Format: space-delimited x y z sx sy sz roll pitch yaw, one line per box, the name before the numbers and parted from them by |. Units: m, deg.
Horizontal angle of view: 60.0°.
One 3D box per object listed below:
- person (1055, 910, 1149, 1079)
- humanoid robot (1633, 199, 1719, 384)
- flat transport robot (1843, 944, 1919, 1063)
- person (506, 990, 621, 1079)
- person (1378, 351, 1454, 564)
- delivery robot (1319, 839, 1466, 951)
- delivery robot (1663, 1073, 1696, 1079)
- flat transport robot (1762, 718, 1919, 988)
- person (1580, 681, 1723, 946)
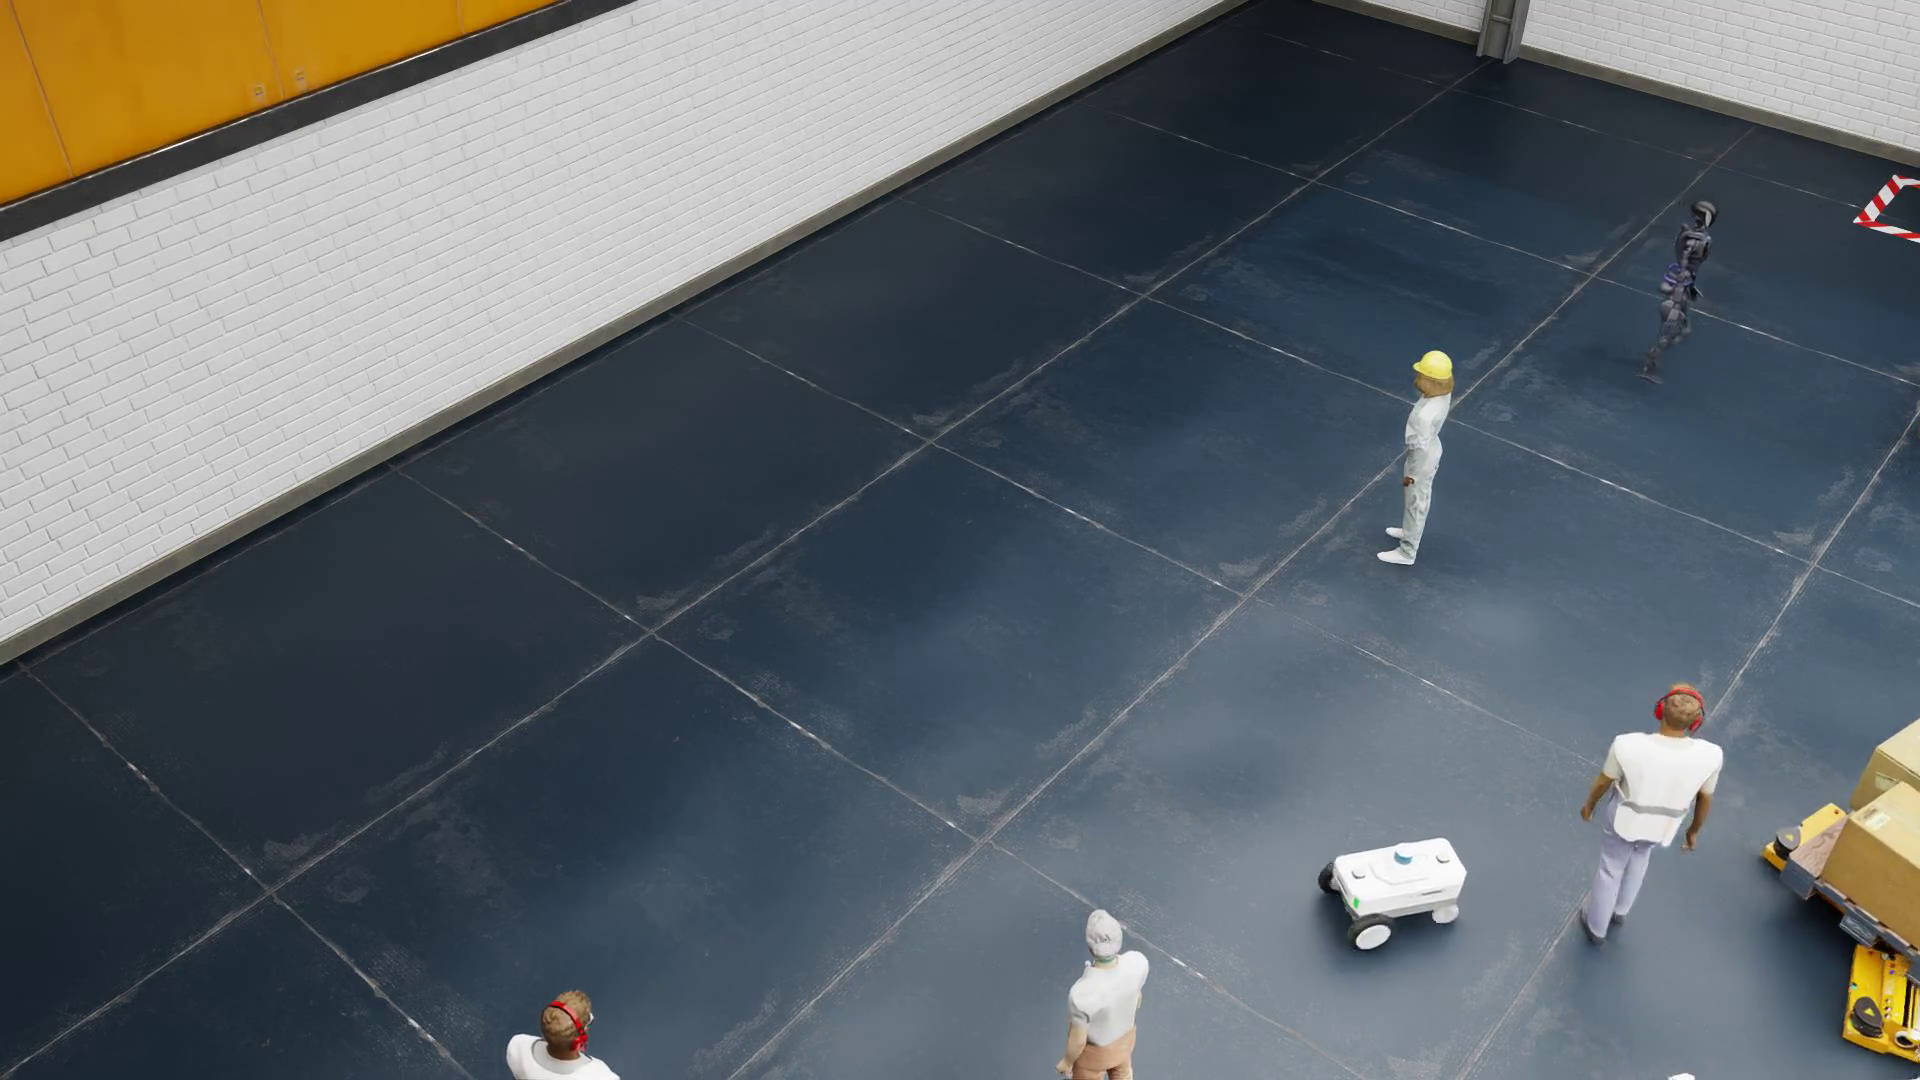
person | 0.677 2.427 8.098 0.482 1.744 0.327 -25 45 -27
humanoid robot | 5.930 -2.030 13.680 0.343 1.646 0.586 22 44 25
flat transport robot | 5.583 2.675 8.966 1.431 0.231 0.659 18 42 21
person | -1.747 2.735 7.646 0.575 1.831 0.400 15 41 17
person | 3.260 -0.589 11.841 0.303 1.744 0.483 17 42 20
delivery robot | 2.510 1.979 9.588 0.769 0.577 0.499 -8 40 -10
delivery robot | 3.664 3.051 8.283 0.499 0.608 0.799 -10 40 -12
flat transport robot | 5.505 2.106 9.673 0.659 0.231 1.431 -22 44 -25
person | 3.754 1.502 9.179 0.587 1.820 0.551 5 39 6
